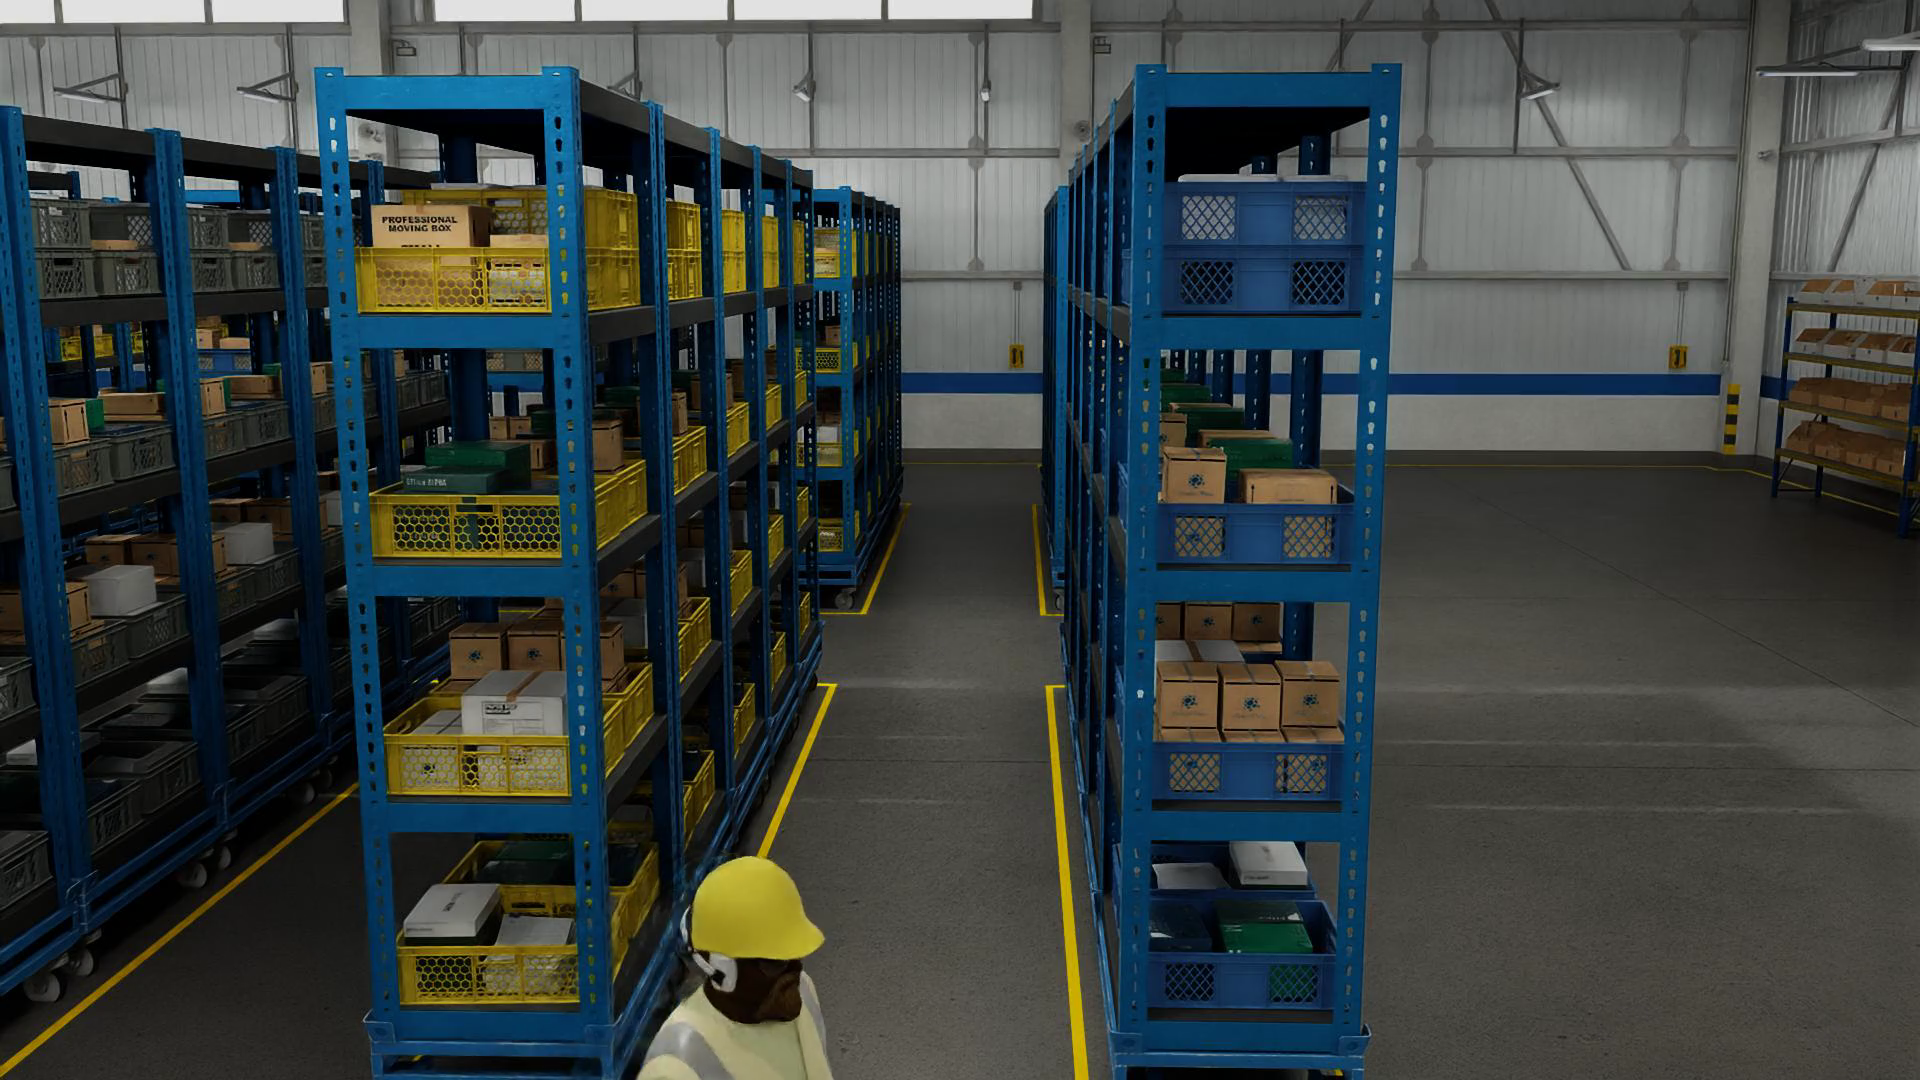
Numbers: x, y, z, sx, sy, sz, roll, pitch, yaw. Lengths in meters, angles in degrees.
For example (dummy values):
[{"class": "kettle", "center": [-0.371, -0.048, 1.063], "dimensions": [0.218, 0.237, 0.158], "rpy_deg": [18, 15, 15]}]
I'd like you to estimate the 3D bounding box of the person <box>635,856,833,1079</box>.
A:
[{"class": "person", "center": [-0.500, 1.530, 3.626], "dimensions": [0.848, 1.801, 0.597], "rpy_deg": [4, 10, 20]}]
